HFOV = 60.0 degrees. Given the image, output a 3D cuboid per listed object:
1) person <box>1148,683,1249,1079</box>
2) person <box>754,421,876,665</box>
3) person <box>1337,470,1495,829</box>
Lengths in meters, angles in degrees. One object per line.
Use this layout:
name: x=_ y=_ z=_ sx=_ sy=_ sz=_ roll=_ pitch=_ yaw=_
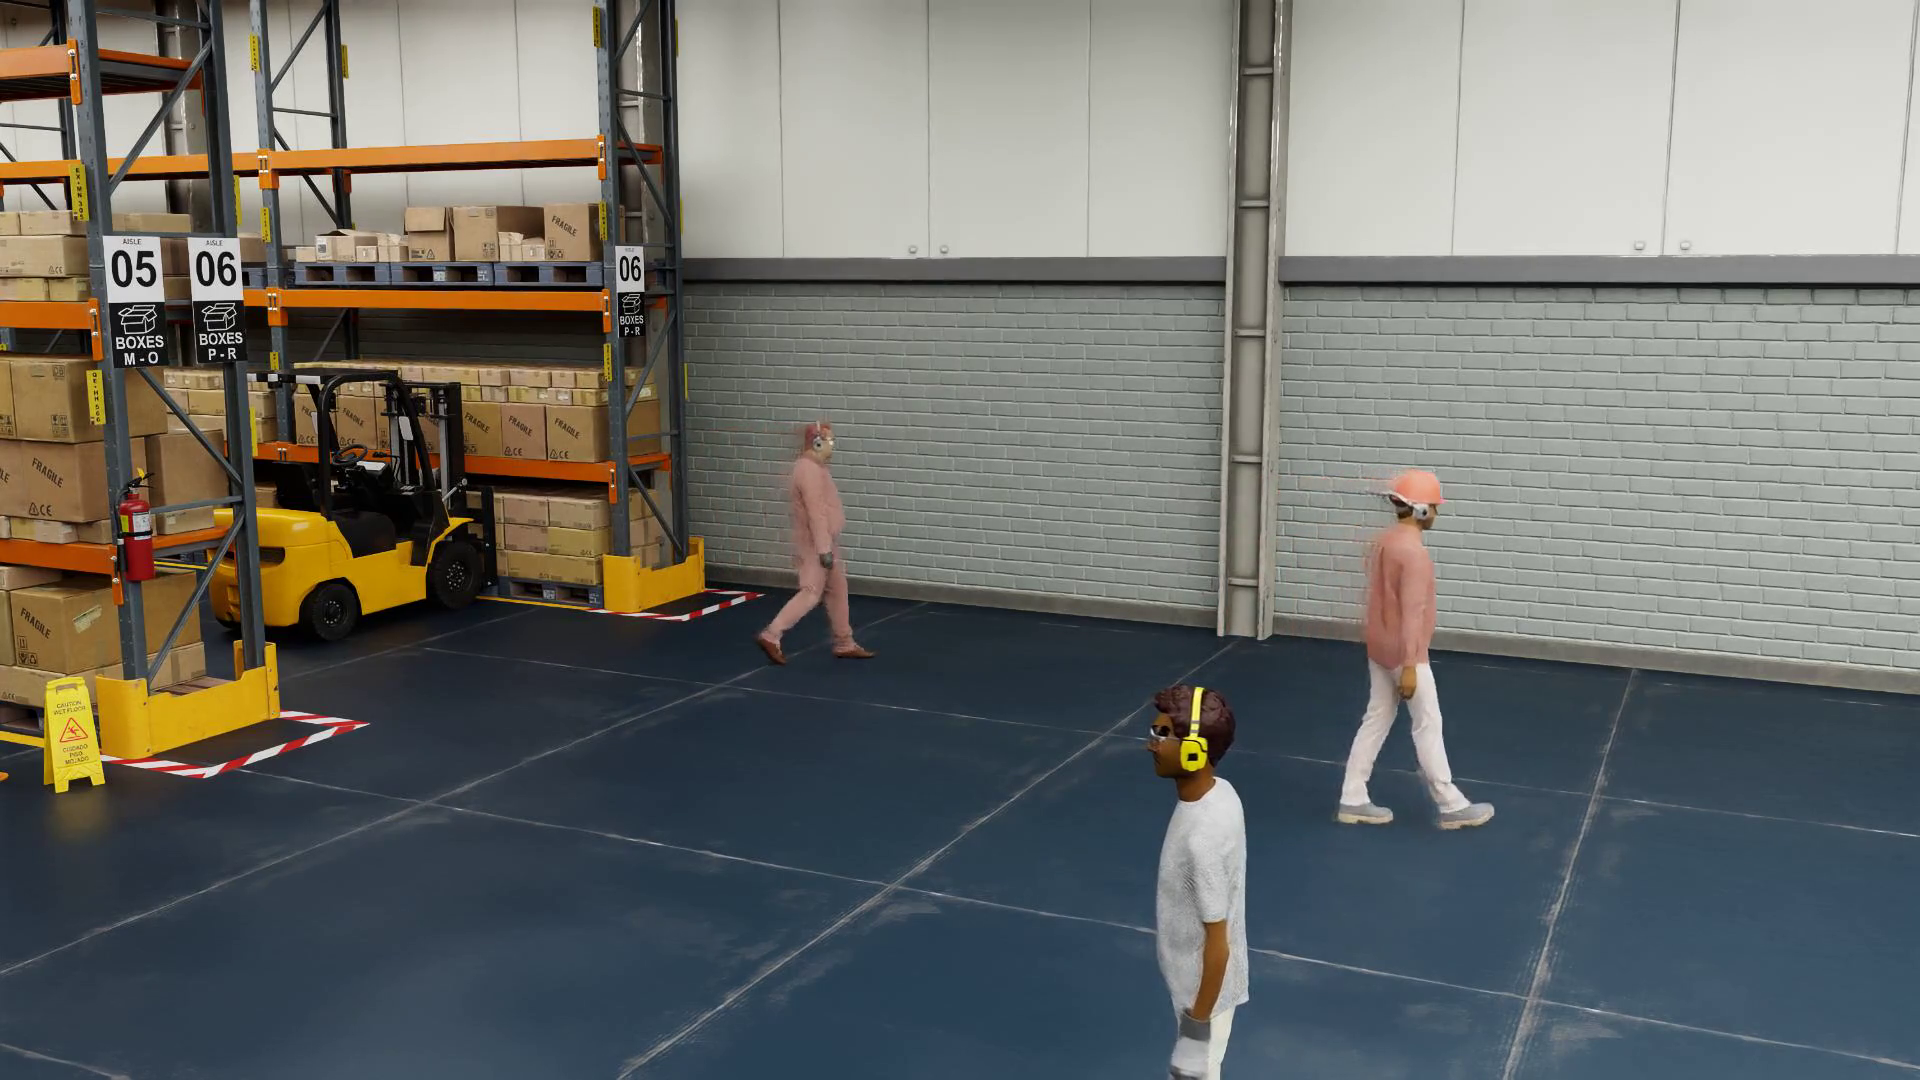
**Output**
person: x=0.667 y=1.327 z=4.806 sx=0.330 sy=1.874 sz=0.518 roll=1 pitch=9 yaw=8
person: x=-1.123 y=0.025 z=12.769 sx=0.865 sy=1.878 sz=0.650 roll=0 pitch=9 yaw=2
person: x=2.464 y=0.599 z=9.005 sx=0.844 sy=1.955 sz=0.644 roll=-1 pitch=9 yaw=-7
